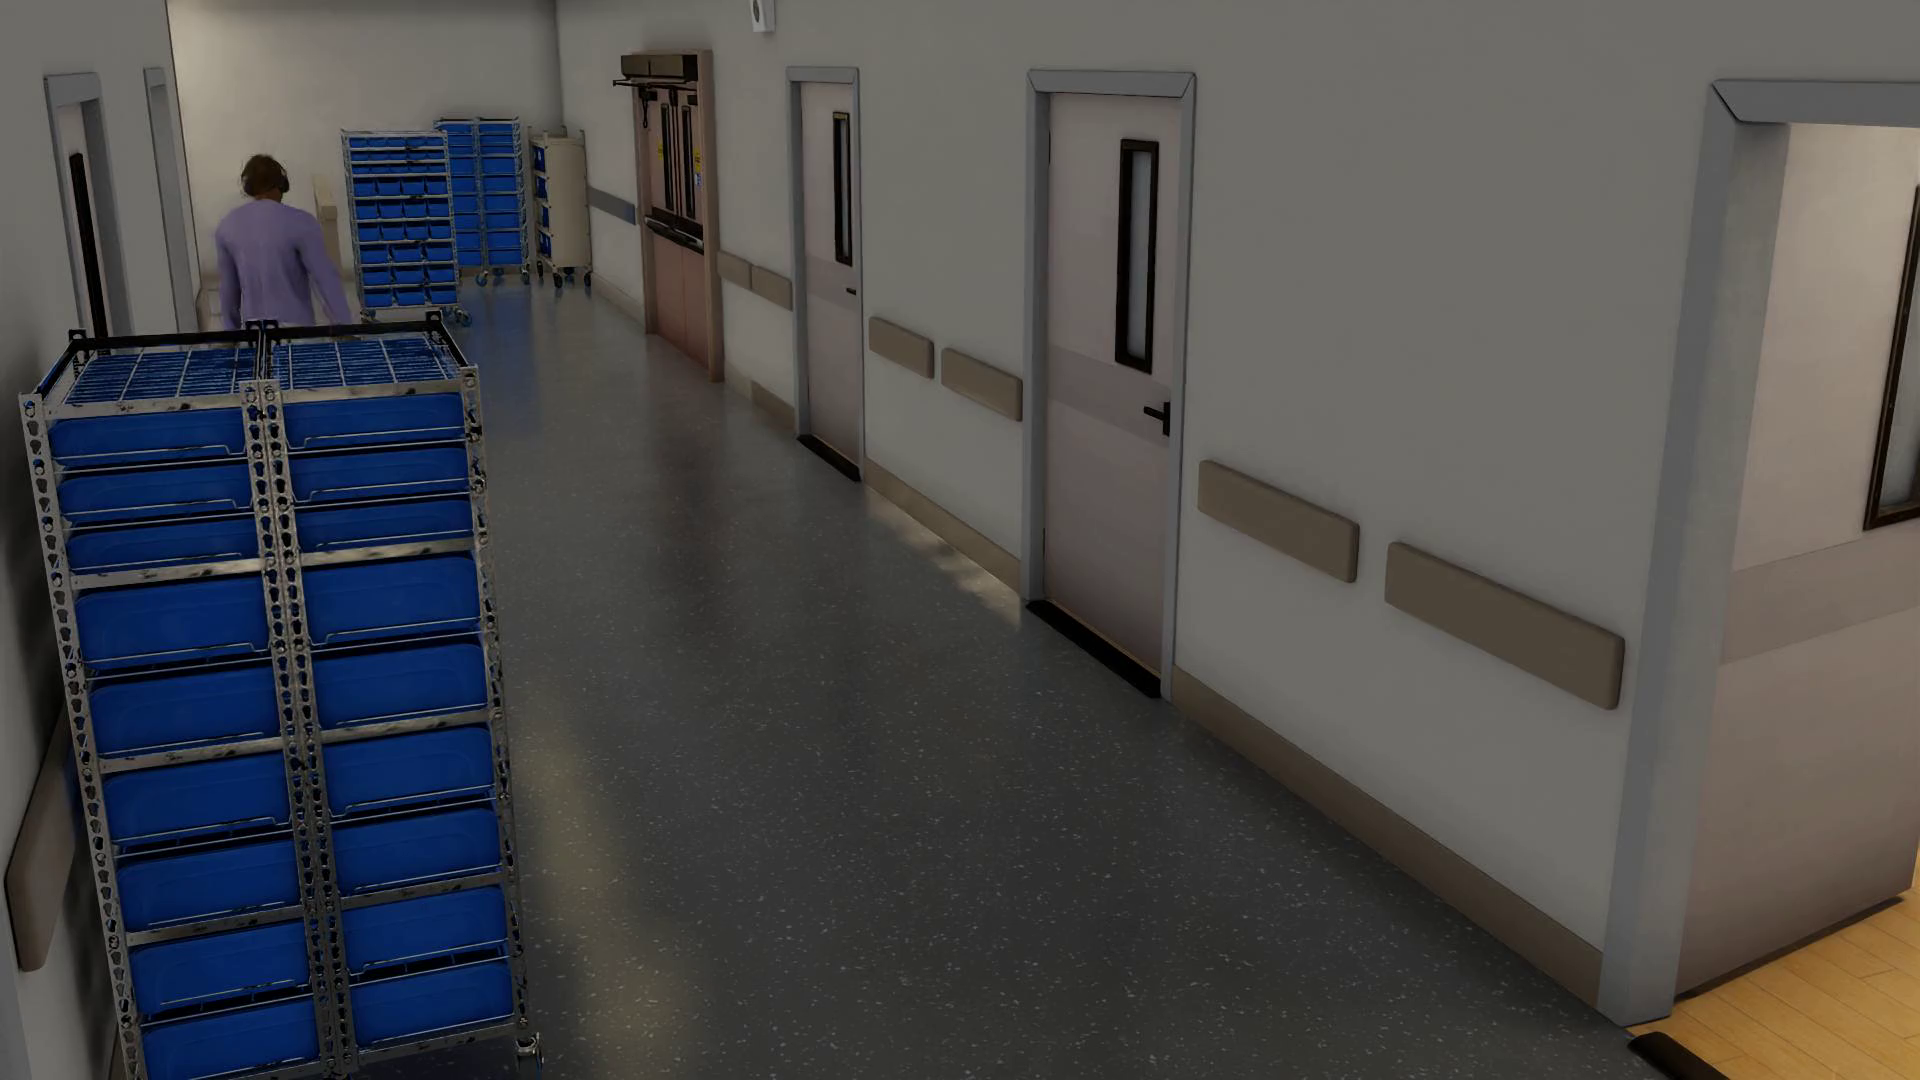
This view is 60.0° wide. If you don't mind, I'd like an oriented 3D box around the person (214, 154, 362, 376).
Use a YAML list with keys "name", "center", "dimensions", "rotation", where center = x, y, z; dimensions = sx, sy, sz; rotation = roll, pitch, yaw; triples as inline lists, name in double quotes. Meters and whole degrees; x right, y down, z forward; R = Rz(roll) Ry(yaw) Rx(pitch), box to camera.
- name: "person"
  center: [-3.761, -1.176, 9.241]
  dimensions: [0.728, 1.875, 1.032]
  rotation: [6, 17, 20]
